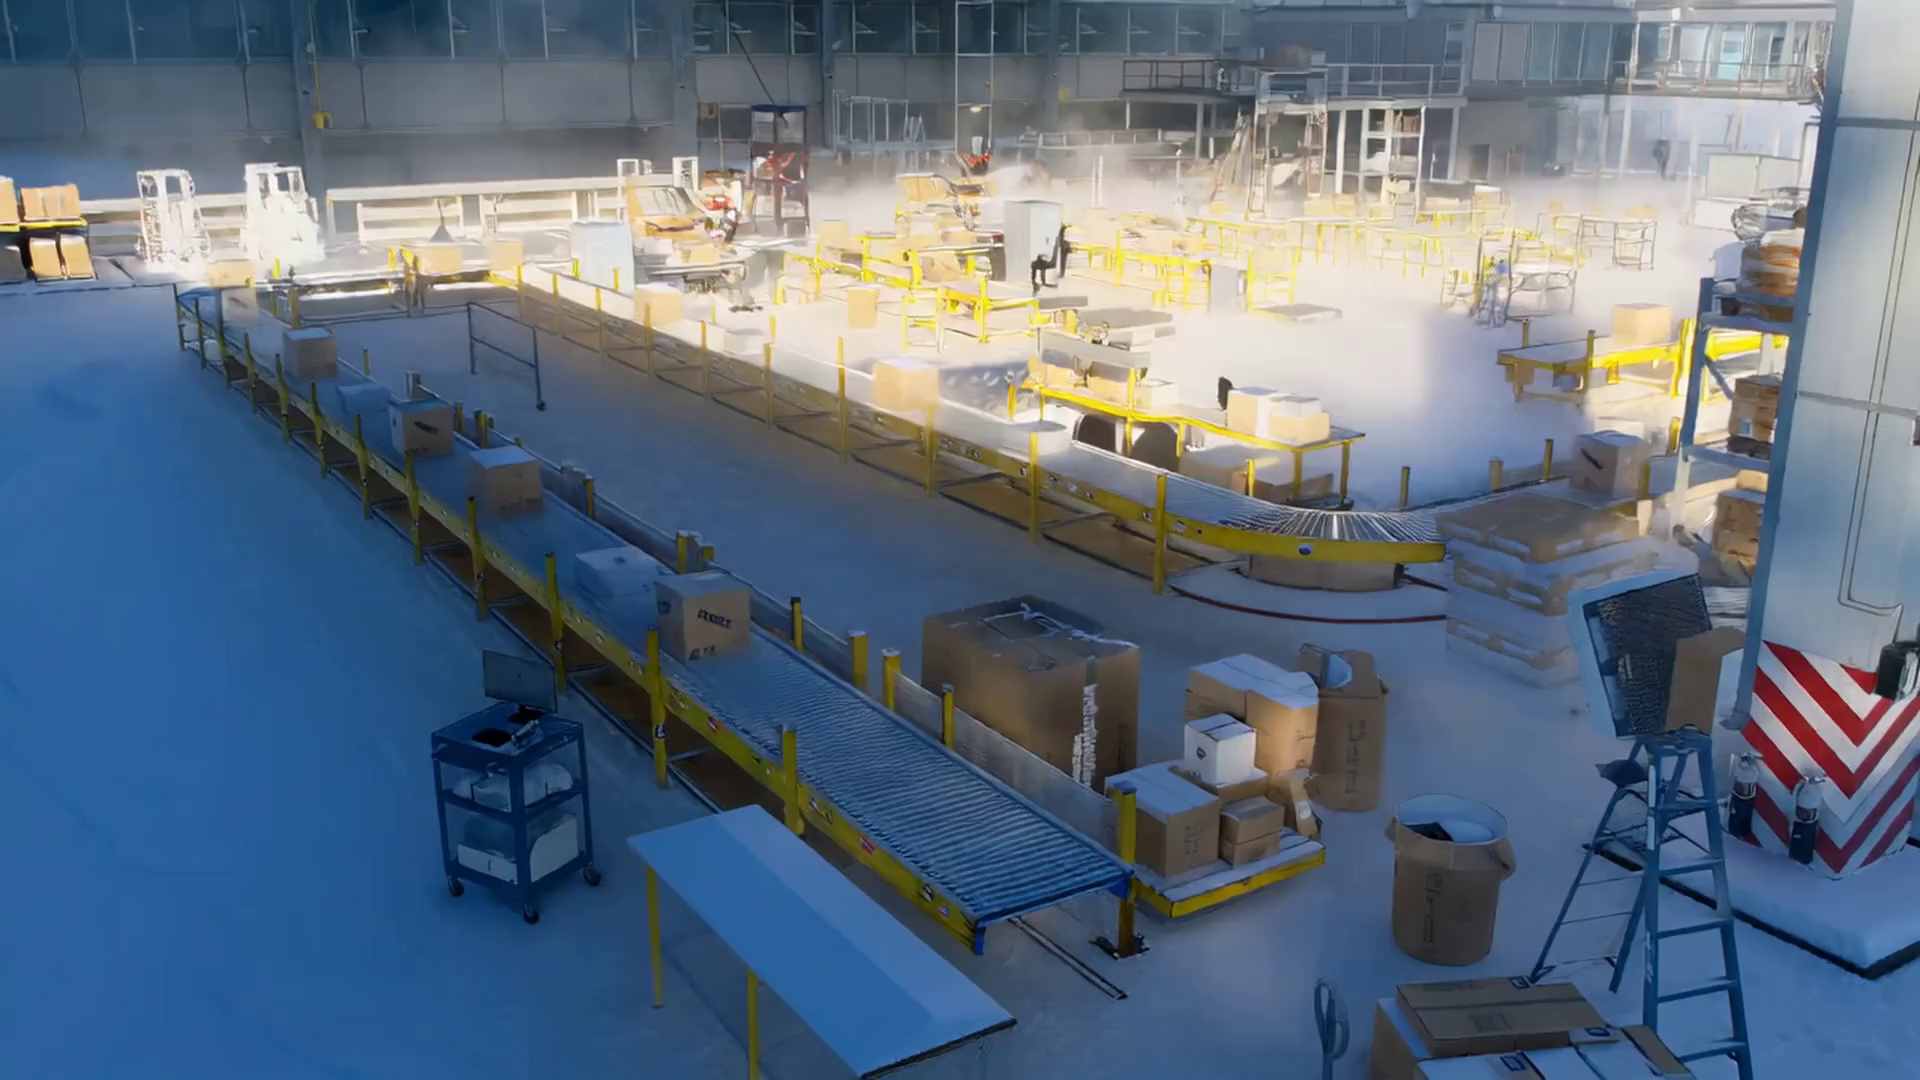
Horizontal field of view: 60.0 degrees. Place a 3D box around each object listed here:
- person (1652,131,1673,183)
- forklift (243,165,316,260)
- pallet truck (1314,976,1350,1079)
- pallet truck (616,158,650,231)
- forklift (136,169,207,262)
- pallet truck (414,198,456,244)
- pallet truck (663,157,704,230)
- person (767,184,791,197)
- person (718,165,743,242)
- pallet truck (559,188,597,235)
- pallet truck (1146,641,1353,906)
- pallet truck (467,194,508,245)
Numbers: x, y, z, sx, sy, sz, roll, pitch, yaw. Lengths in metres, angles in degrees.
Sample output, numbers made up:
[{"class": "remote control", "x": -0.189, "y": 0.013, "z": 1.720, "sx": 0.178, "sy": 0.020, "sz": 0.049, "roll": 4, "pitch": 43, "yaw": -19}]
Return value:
[{"class": "person", "x": 25.310, "y": -13.781, "z": 59.839, "sx": 0.588, "sy": 1.837, "sz": 0.945, "roll": -6, "pitch": 18, "yaw": -18}, {"class": "forklift", "x": -15.898, "y": -7.669, "z": 38.708, "sx": 1.157, "sy": 1.987, "sz": 2.680, "roll": -11, "pitch": 20, "yaw": -33}, {"class": "pallet truck", "x": 2.299, "y": 2.390, "z": 7.086, "sx": 1.601, "sy": 1.201, "sz": 0.680, "roll": -2, "pitch": 17, "yaw": -7}, {"class": "pallet truck", "x": -8.918, "y": -9.176, "z": 44.255, "sx": 0.823, "sy": 1.965, "sz": 1.885, "roll": -9, "pitch": 19, "yaw": -27}, {"class": "forklift", "x": -17.842, "y": -7.318, "z": 37.559, "sx": 1.157, "sy": 1.987, "sz": 2.680, "roll": -10, "pitch": 20, "yaw": -31}, {"class": "pallet truck", "x": -13.250, "y": -8.060, "z": 41.856, "sx": 0.680, "sy": 1.201, "sz": 1.601, "roll": -10, "pitch": 20, "yaw": -31}, {"class": "pallet truck", "x": -7.586, "y": -9.308, "z": 44.692, "sx": 0.823, "sy": 1.965, "sz": 1.885, "roll": -11, "pitch": 20, "yaw": -33}, {"class": "person", "x": -5.067, "y": -9.748, "z": 46.403, "sx": 0.651, "sy": 1.871, "sz": 0.982, "roll": 6, "pitch": 18, "yaw": 18}, {"class": "person", "x": -5.657, "y": -8.270, "z": 41.212, "sx": 0.613, "sy": 2.026, "sz": 0.709, "roll": 3, "pitch": 17, "yaw": 8}, {"class": "pallet truck", "x": -10.010, "y": -8.652, "z": 43.699, "sx": 0.653, "sy": 1.274, "sz": 1.630, "roll": -10, "pitch": 20, "yaw": -31}, {"class": "pallet truck", "x": 1.664, "y": 1.407, "z": 10.232, "sx": 1.630, "sy": 1.274, "sz": 0.653, "roll": -10, "pitch": 20, "yaw": -31}, {"class": "pallet truck", "x": -11.983, "y": -8.177, "z": 42.137, "sx": 0.704, "sy": 1.261, "sz": 1.522, "roll": -11, "pitch": 20, "yaw": -33}]
